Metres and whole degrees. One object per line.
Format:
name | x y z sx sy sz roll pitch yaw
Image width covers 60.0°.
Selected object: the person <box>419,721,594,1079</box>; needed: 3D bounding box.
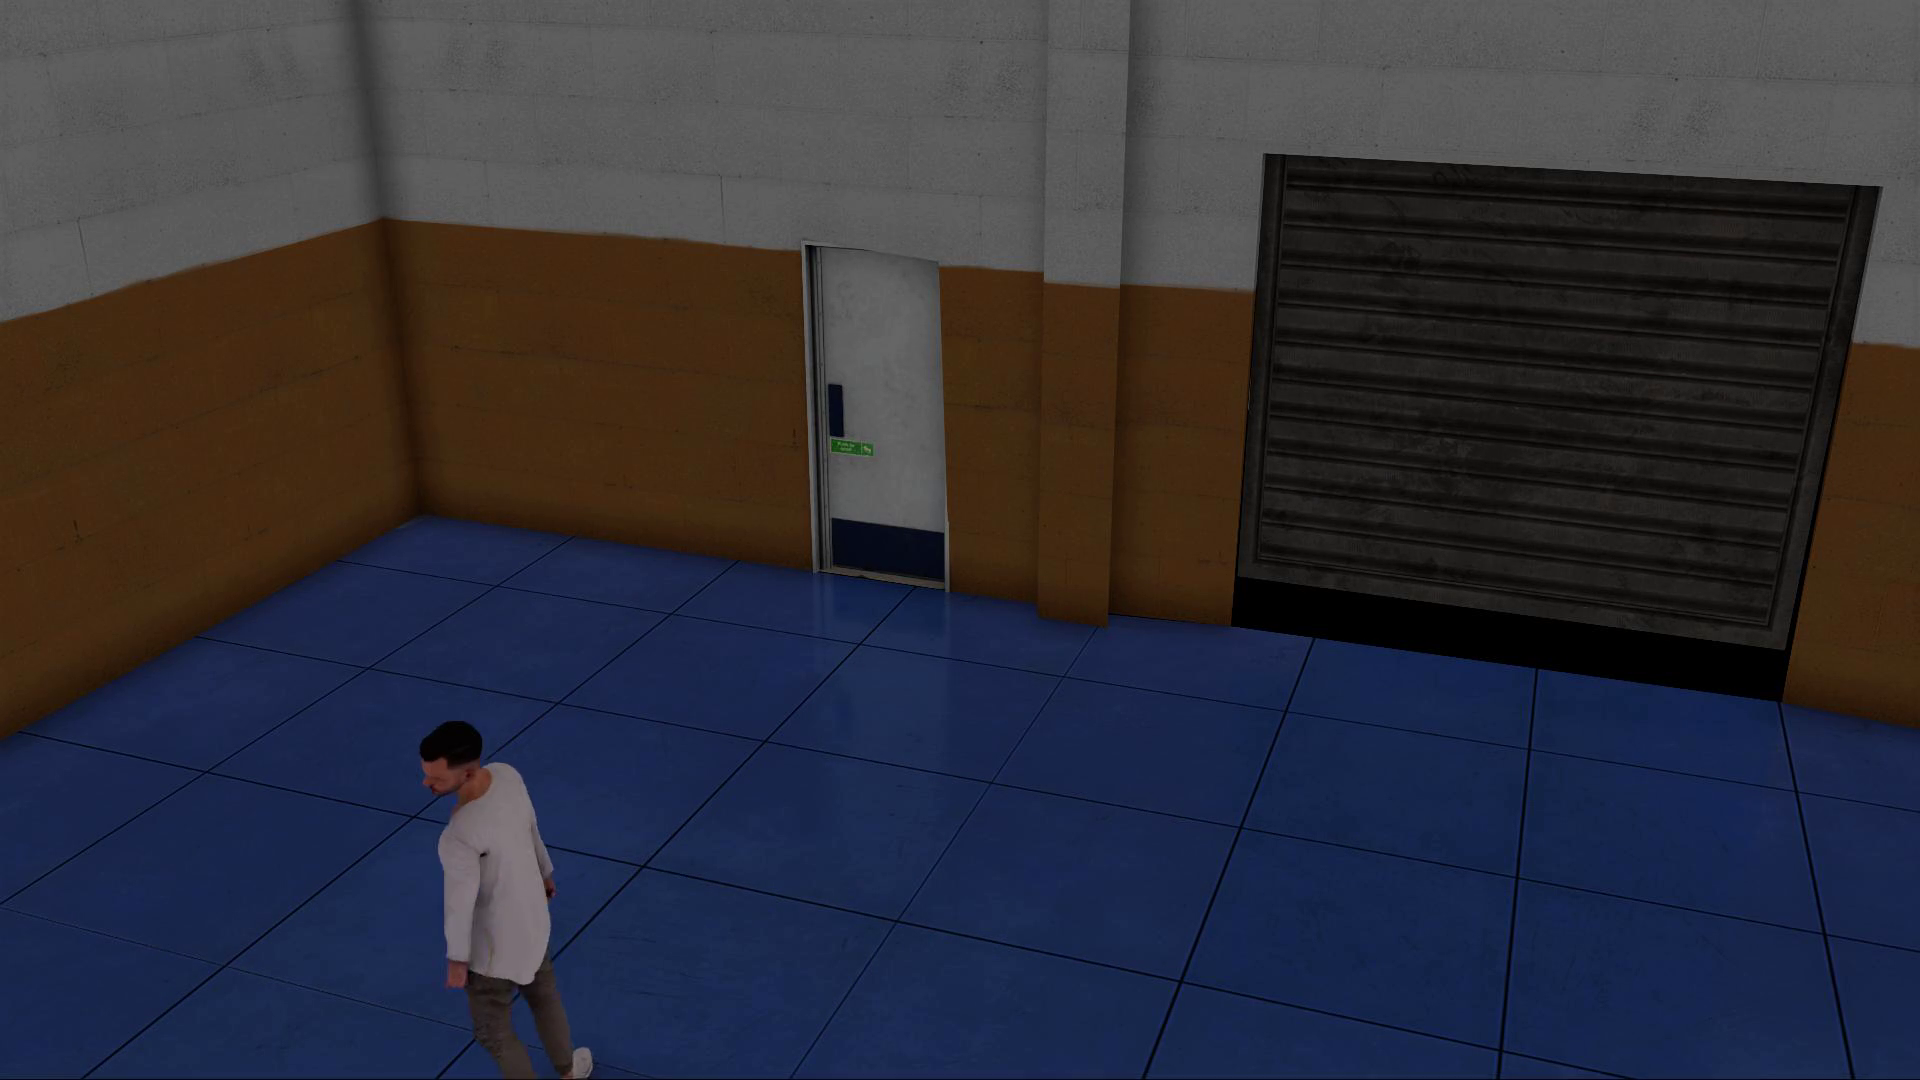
person | -1.618 1.397 6.130 0.582 1.800 0.869 10 24 24
